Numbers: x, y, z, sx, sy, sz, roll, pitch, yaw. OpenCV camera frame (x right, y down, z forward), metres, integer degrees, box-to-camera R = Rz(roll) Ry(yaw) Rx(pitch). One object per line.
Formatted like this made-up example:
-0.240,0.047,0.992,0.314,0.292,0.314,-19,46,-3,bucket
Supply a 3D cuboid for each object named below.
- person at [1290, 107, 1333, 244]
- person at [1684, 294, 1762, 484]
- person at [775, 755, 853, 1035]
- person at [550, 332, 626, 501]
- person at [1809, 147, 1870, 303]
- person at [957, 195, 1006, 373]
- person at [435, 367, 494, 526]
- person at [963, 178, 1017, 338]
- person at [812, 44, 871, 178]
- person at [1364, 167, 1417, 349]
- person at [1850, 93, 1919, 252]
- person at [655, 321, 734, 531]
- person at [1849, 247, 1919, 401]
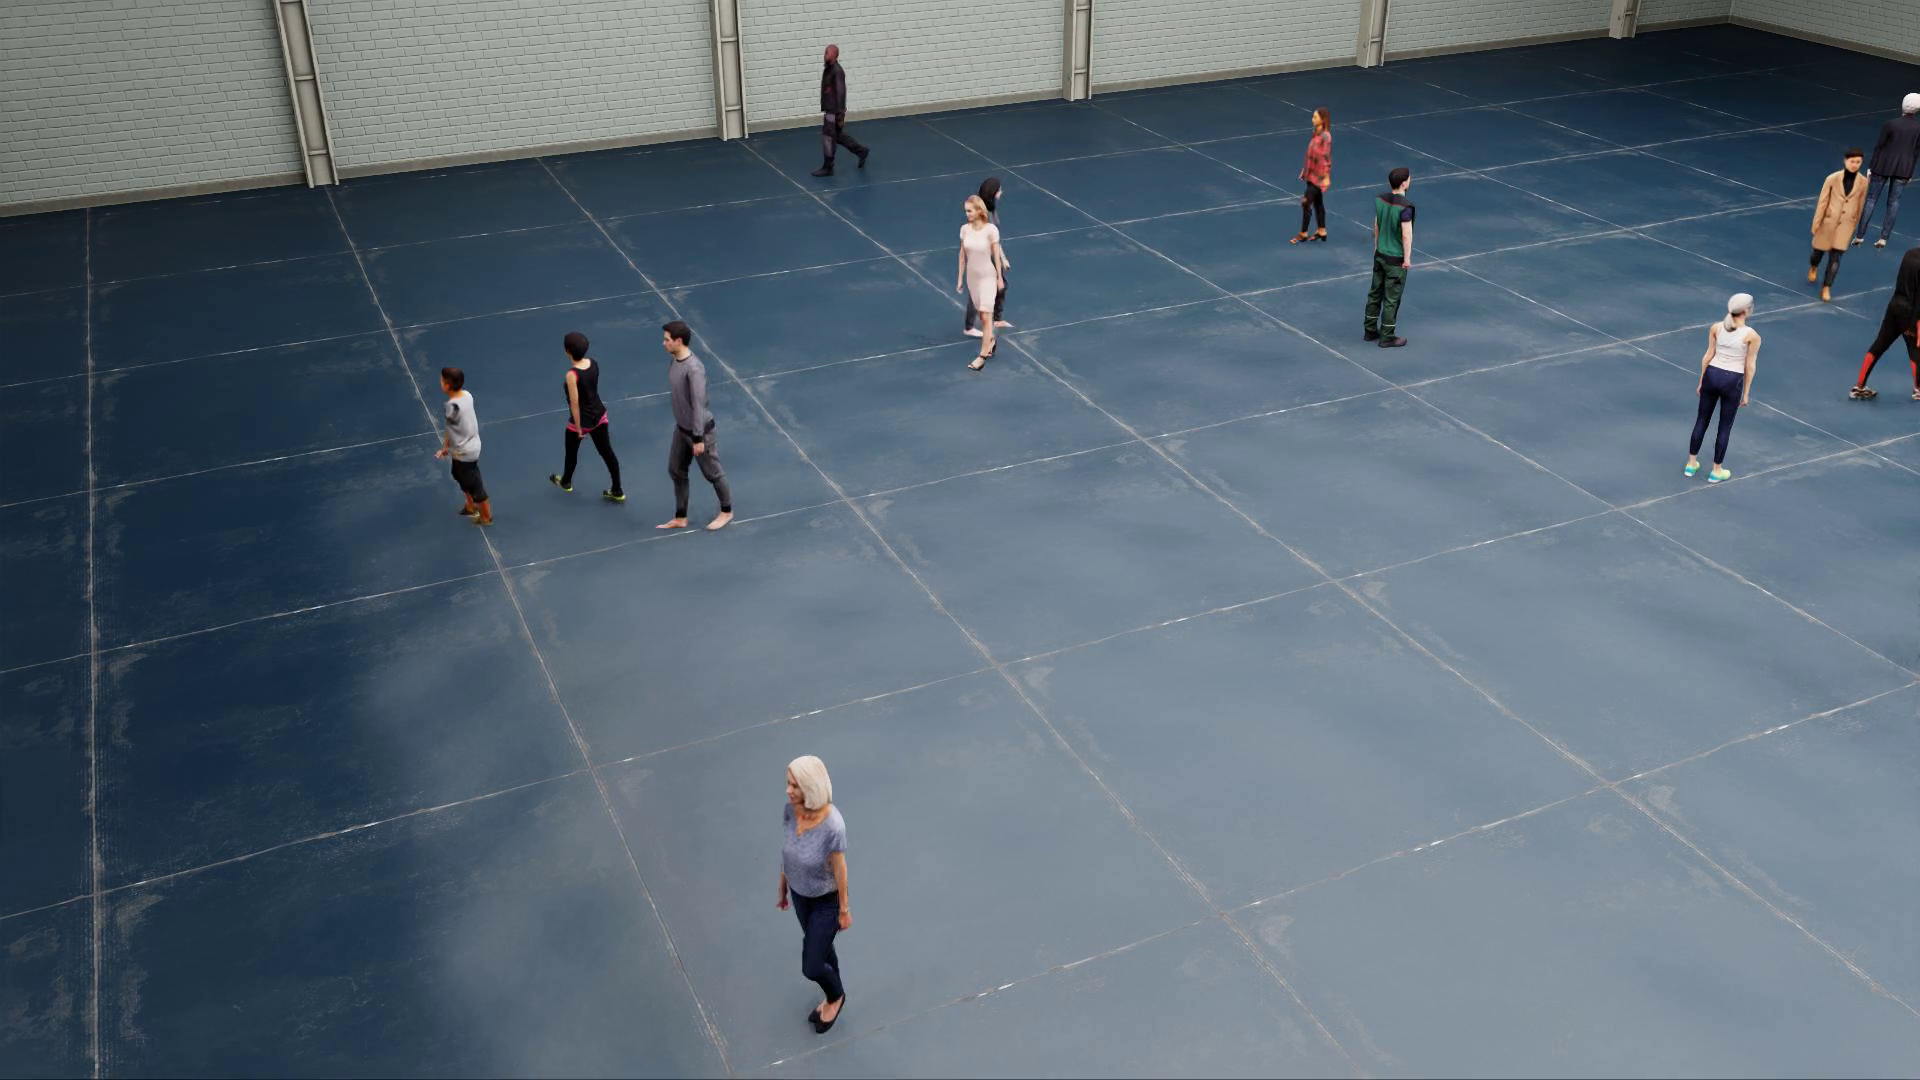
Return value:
4.496,-4.488,20.543,0.821,1.685,0.726,-6,29,-11,person
6.704,-1.346,14.624,0.663,1.702,0.643,25,37,38,person
-0.677,1.815,8.682,0.691,1.709,0.711,25,37,38,person
-3.124,-1.021,14.209,0.926,1.519,0.986,19,33,31,person
9.951,-3.621,18.893,1.019,1.704,1.081,9,29,17,person
0.252,-2.650,16.994,0.993,1.776,1.131,13,31,23,person
-4.077,-0.806,13.886,0.790,1.444,0.733,4,28,8,person
0.173,-2.973,17.638,0.911,1.741,0.785,-1,28,-2,person
-1.661,-6.018,23.291,1.147,1.803,0.794,-9,29,-16,person
4.535,-2.986,17.491,0.572,1.902,0.669,-14,31,-24,person
10.352,-4.123,18.547,0.820,1.781,0.790,10,29,17,person
-2.124,-0.953,13.764,0.943,1.818,0.891,-18,33,-30,person
9.058,-2.172,16.102,1.154,1.770,0.834,-5,29,-10,person
